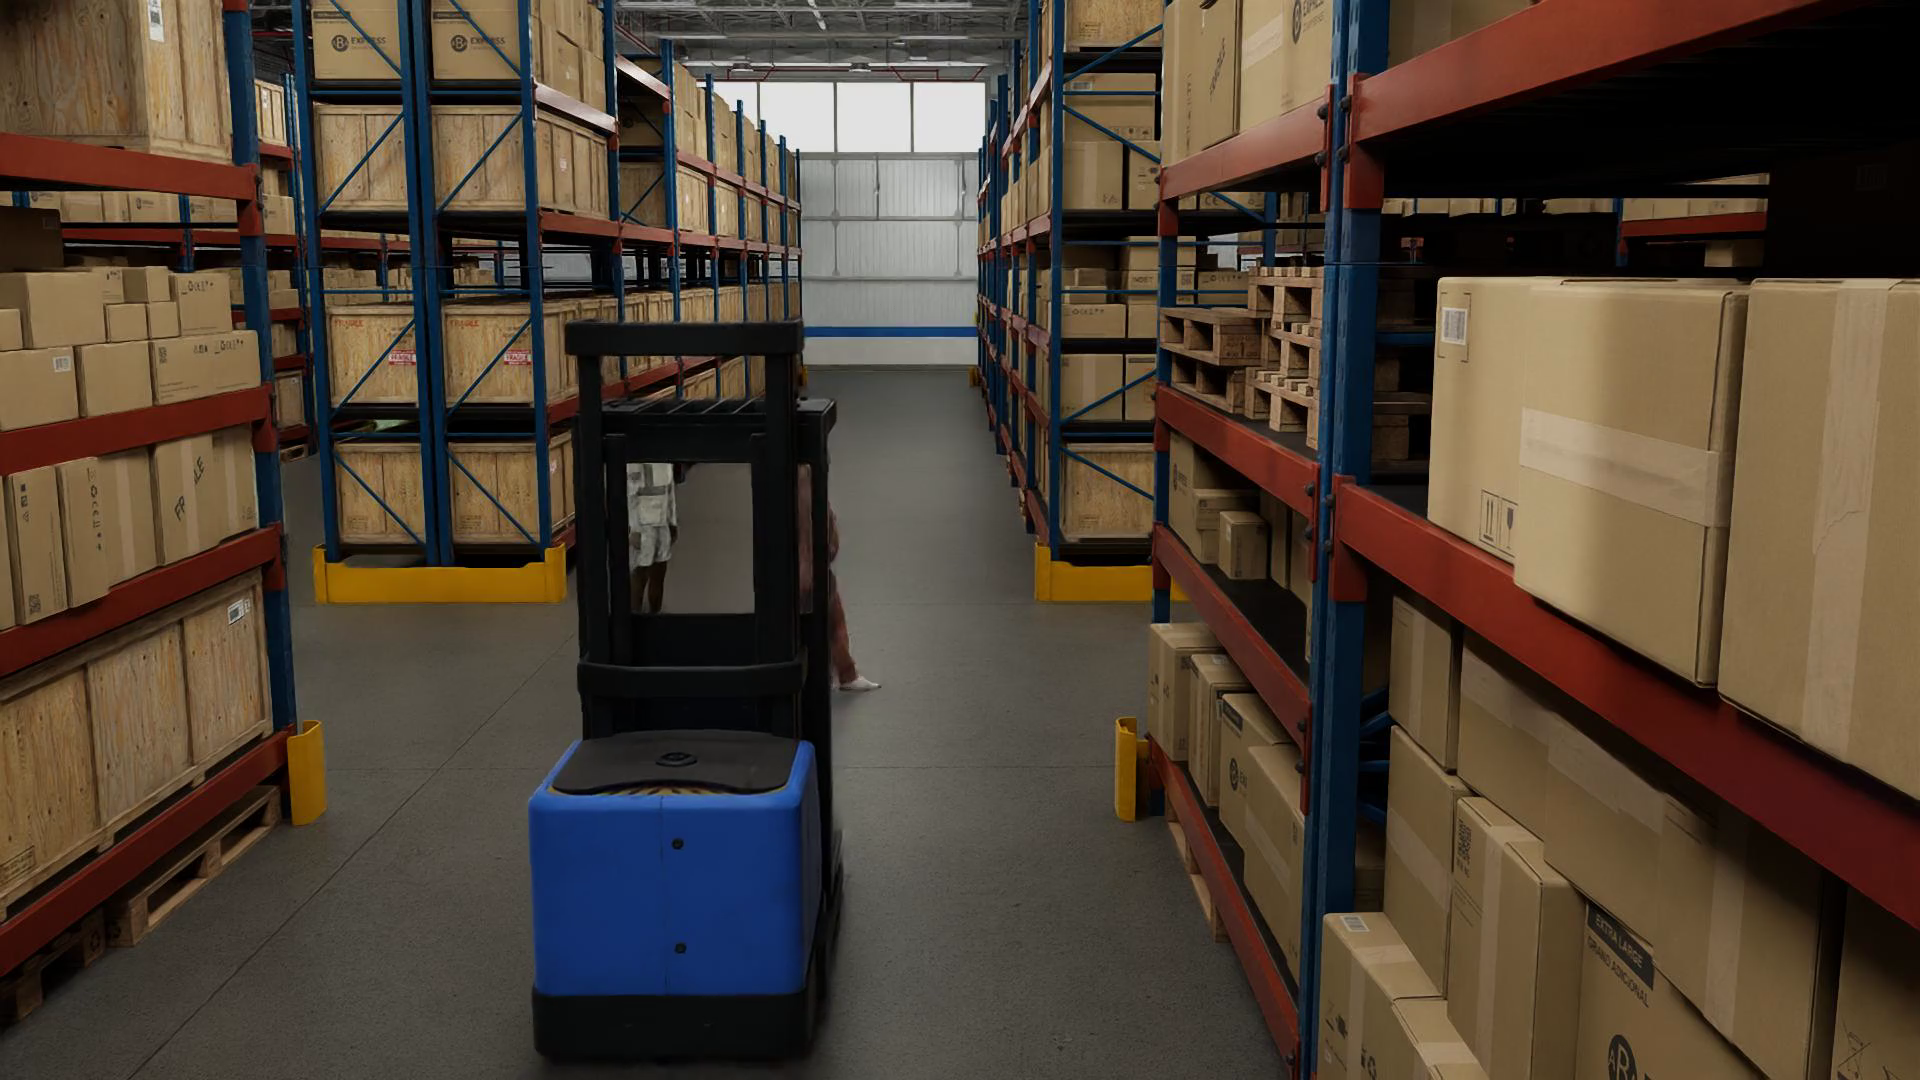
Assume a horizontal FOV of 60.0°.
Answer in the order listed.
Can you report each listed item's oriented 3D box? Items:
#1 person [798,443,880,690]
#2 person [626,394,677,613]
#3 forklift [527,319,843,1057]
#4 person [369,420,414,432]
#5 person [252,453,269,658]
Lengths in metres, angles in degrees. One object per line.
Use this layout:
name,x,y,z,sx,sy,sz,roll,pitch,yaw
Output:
person,-1.116,0.195,11.796,0.983,1.864,0.662,0,9,2
person,-2.464,-0.159,13.434,0.399,2.039,0.609,4,10,24
forklift,-1.113,0.471,6.967,1.129,2.768,1.873,0,9,-1
person,-6.621,-1.035,19.443,0.566,1.823,0.690,0,9,-3
person,-5.714,-0.037,12.940,0.995,1.946,0.615,1,9,5
